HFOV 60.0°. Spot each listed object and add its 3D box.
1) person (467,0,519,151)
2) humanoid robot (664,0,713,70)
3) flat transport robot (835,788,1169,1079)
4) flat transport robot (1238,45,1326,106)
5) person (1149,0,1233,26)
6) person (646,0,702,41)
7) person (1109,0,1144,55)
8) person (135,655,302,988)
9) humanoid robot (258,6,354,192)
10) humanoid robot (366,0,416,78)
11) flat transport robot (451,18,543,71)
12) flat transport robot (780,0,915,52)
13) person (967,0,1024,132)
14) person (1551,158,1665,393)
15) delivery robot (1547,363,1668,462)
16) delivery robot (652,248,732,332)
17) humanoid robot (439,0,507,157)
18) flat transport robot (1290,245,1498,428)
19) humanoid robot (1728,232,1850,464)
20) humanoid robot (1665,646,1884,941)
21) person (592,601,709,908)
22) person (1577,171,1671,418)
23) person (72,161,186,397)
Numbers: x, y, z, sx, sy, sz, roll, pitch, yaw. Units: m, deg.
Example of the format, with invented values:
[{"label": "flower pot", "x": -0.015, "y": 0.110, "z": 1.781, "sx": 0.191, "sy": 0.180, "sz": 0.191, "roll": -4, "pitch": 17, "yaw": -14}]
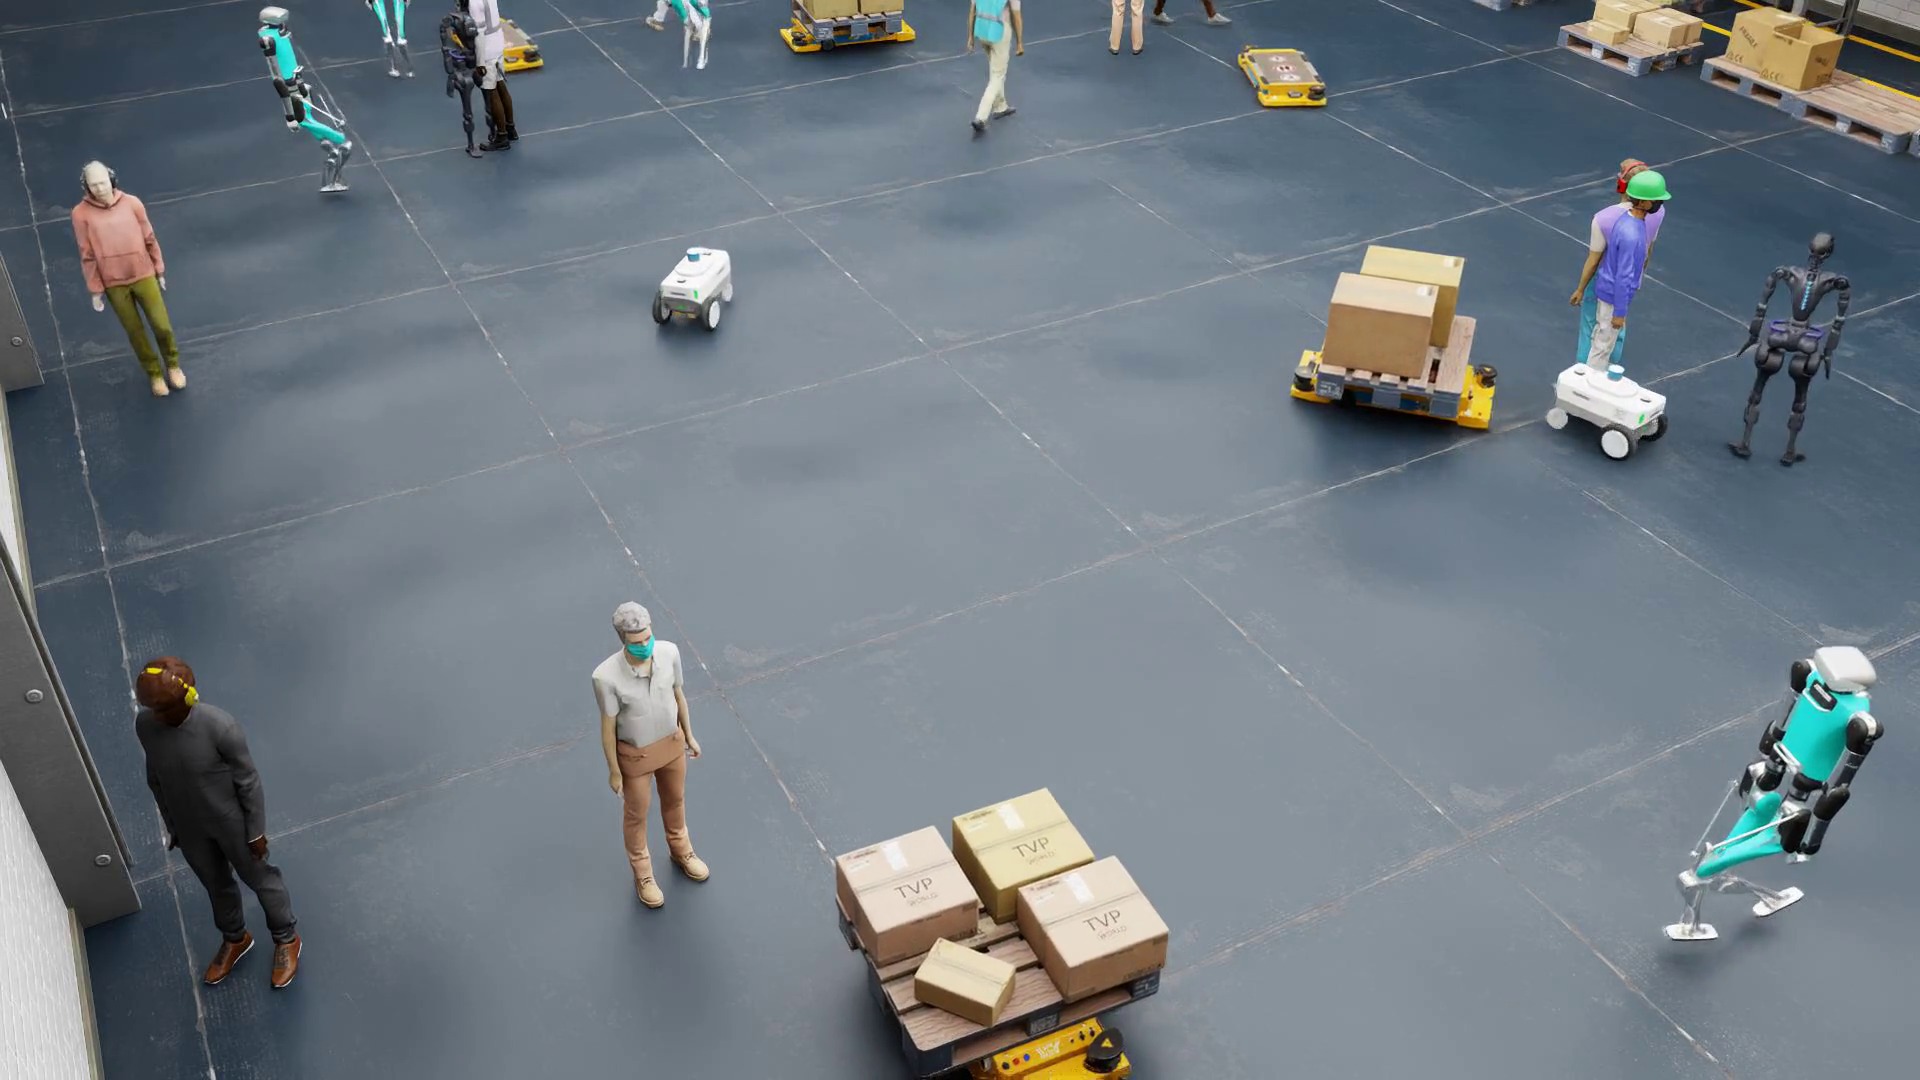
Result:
[{"label": "person", "x": -4.581, "y": -4.712, "z": 16.002, "sx": 0.382, "sy": 1.929, "sz": 0.541, "roll": 1, "pitch": 35, "yaw": 2}, {"label": "humanoid robot", "x": -2.901, "y": -5.905, "z": 17.912, "sx": 0.534, "sy": 1.838, "sz": 0.717, "roll": 10, "pitch": 36, "yaw": 14}, {"label": "flat transport robot", "x": 0.165, "y": 2.035, "z": 7.811, "sx": 0.659, "sy": 0.231, "sz": 1.431, "roll": -15, "pitch": 38, "yaw": -20}, {"label": "flat transport robot", "x": 3.443, "y": -4.975, "z": 17.819, "sx": 0.659, "sy": 0.231, "sz": 1.431, "roll": -2, "pitch": 35, "yaw": -3}, {"label": "person", "x": 2.667, "y": -6.820, "z": 19.044, "sx": 0.972, "sy": 1.881, "sz": 0.567, "roll": 12, "pitch": 37, "yaw": 17}, {"label": "person", "x": -3.256, "y": -6.644, "z": 18.841, "sx": 1.001, "sy": 1.835, "sz": 0.620, "roll": 24, "pitch": 41, "yaw": 30}, {"label": "person", "x": 1.863, "y": -6.192, "z": 18.329, "sx": 0.463, "sy": 1.676, "sz": 0.366, "roll": 2, "pitch": 35, "yaw": 4}, {"label": "person", "x": -3.359, "y": 1.274, "z": 7.499, "sx": 0.492, "sy": 1.874, "sz": 0.357, "roll": 4, "pitch": 35, "yaw": 5}, {"label": "humanoid robot", "x": -5.793, "y": -3.882, "z": 15.043, "sx": 0.747, "sy": 1.863, "sz": 0.538, "roll": -2, "pitch": 35, "yaw": -3}, {"label": "humanoid robot", "x": -6.063, "y": -5.737, "z": 17.621, "sx": 0.541, "sy": 1.787, "sz": 0.727, "roll": -10, "pitch": 36, "yaw": -14}, {"label": "flat transport robot", "x": -5.204, "y": -5.549, "z": 18.639, "sx": 0.659, "sy": 0.231, "sz": 1.431, "roll": -17, "pitch": 39, "yaw": -23}, {"label": "flat transport robot", "x": -1.291, "y": -5.846, "z": 19.062, "sx": 1.431, "sy": 0.231, "sz": 0.659, "roll": -11, "pitch": 37, "yaw": -16}, {"label": "person", "x": 0.320, "y": -4.970, "z": 16.468, "sx": 0.571, "sy": 1.808, "sz": 0.820, "roll": 27, "pitch": 43, "yaw": 33}, {"label": "person", "x": 4.680, "y": -1.836, "z": 11.962, "sx": 0.565, "sy": 1.846, "sz": 0.390, "roll": -12, "pitch": 37, "yaw": -17}, {"label": "delivery robot", "x": 4.616, "y": -0.959, "z": 11.824, "sx": 0.499, "sy": 0.581, "sz": 0.768, "roll": -27, "pitch": 43, "yaw": -33}, {"label": "delivery robot", "x": -2.127, "y": -2.045, "z": 13.394, "sx": 0.499, "sy": 0.604, "sz": 0.808, "roll": 9, "pitch": 36, "yaw": 13}, {"label": "humanoid robot", "x": -4.667, "y": -4.507, "z": 15.921, "sx": 0.610, "sy": 1.651, "sz": 0.310, "roll": -28, "pitch": 44, "yaw": -34}, {"label": "flat transport robot", "x": 3.233, "y": -1.173, "z": 12.391, "sx": 1.431, "sy": 0.231, "sz": 0.659, "roll": 11, "pitch": 37, "yaw": 15}, {"label": "humanoid robot", "x": 5.677, "y": -1.313, "z": 11.367, "sx": 0.614, "sy": 1.639, "sz": 0.371, "roll": 16, "pitch": 38, "yaw": 22}, {"label": "humanoid robot", "x": 3.655, "y": 1.247, "z": 7.659, "sx": 1.014, "sy": 1.731, "sz": 0.546, "roll": -5, "pitch": 35, "yaw": -7}, {"label": "person", "x": -1.484, "y": 1.010, "z": 7.986, "sx": 0.481, "sy": 1.747, "sz": 0.318, "roll": -26, "pitch": 42, "yaw": -32}, {"label": "person", "x": 4.667, "y": -1.726, "z": 11.785, "sx": 0.342, "sy": 1.873, "sz": 0.463, "roll": 8, "pitch": 36, "yaw": 11}, {"label": "person", "x": -6.019, "y": -1.862, "z": 12.023, "sx": 0.529, "sy": 1.822, "sz": 0.444, "roll": -16, "pitch": 38, "yaw": -21}]
